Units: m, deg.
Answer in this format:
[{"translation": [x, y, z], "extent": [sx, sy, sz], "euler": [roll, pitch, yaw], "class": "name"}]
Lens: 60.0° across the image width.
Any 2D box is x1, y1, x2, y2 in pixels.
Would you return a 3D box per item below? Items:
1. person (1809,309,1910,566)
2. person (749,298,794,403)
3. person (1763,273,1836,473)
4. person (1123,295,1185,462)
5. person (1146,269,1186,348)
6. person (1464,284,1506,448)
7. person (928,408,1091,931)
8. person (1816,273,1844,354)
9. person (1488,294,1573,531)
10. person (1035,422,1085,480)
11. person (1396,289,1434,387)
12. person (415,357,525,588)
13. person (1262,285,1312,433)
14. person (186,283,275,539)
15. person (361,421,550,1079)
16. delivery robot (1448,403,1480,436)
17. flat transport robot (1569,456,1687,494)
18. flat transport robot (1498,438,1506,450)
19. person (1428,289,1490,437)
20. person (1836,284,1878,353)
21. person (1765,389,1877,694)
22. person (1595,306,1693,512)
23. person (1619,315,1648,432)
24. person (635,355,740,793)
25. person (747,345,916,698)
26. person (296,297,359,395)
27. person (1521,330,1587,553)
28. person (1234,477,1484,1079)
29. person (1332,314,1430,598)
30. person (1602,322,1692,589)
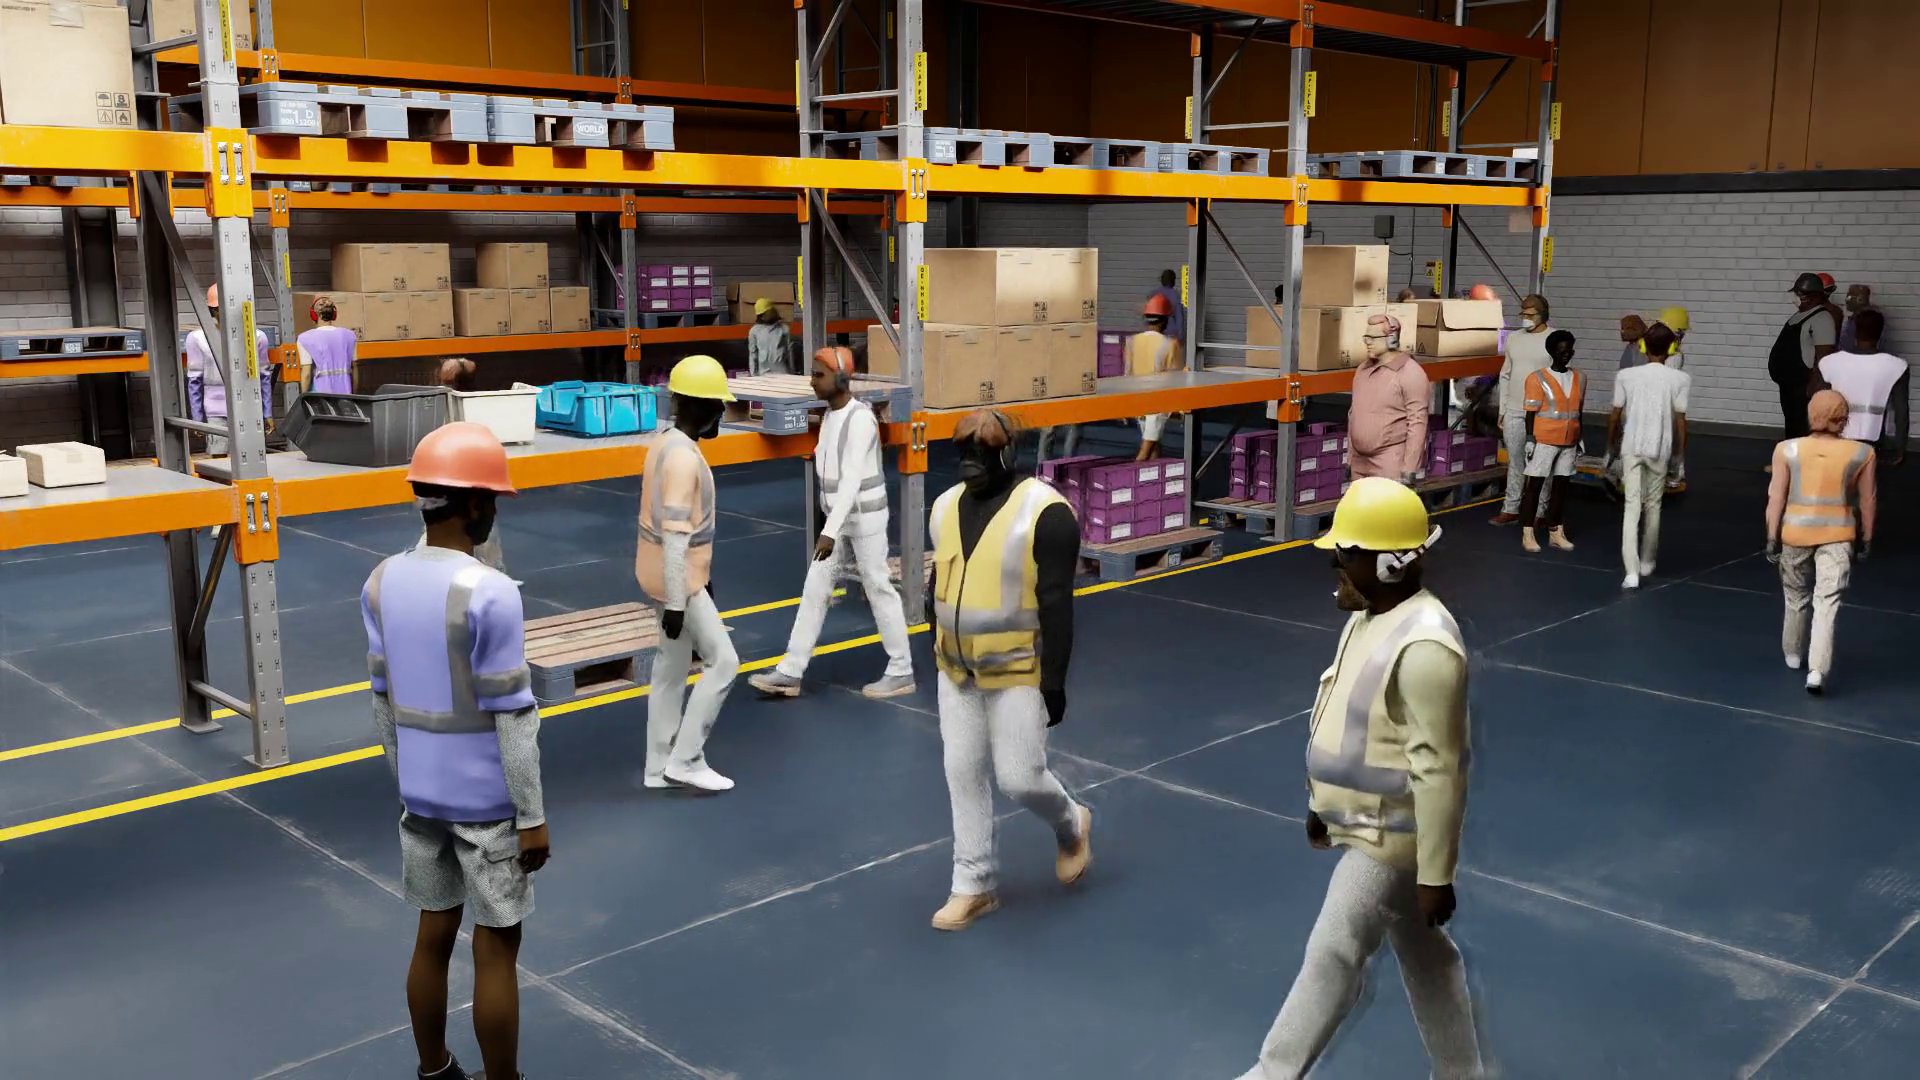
[{"translation": [6.566, -0.738, 12.136], "extent": [0.615, 1.864, 1.023], "euler": [8, 13, 37], "class": "person"}, {"translation": [-2.145, -1.898, 18.902], "extent": [0.502, 1.702, 0.482], "euler": [-1, 10, -7], "class": "person"}, {"translation": [8.335, -1.634, 16.554], "extent": [0.536, 2.000, 0.675], "euler": [1, 10, 4], "class": "person"}, {"translation": [1.714, -1.208, 14.671], "extent": [0.566, 1.886, 1.012], "euler": [10, 14, 43], "class": "person"}, {"translation": [2.986, -3.005, 24.367], "extent": [0.633, 1.921, 0.690], "euler": [9, 14, 40], "class": "person"}, {"translation": [5.402, -1.660, 17.061], "extent": [0.668, 1.915, 0.575], "euler": [6, 12, 30], "class": "person"}, {"translation": [0.158, 0.438, 5.844], "extent": [0.645, 1.827, 0.619], "euler": [9, 13, 39], "class": "person"}, {"translation": [9.417, -1.933, 18.306], "extent": [0.622, 1.993, 0.386], "euler": [-6, 12, -30], "class": "person"}, {"translation": [4.669, -1.040, 13.611], "extent": [0.372, 1.934, 0.627], "euler": [-7, 13, -35], "class": "person"}, {"translation": [1.011, -1.479, 16.094], "extent": [0.643, 1.904, 0.596], "euler": [-2, 11, -12], "class": "person"}, {"translation": [4.878, -1.815, 18.128], "extent": [0.546, 1.817, 0.596], "euler": [5, 11, 25], "class": "person"}, {"translation": [-3.391, -0.416, 11.100], "extent": [0.813, 1.604, 0.524], "euler": [-9, 14, -40], "class": "person"}, {"translation": [3.125, -1.470, 15.909], "extent": [0.375, 1.949, 0.600], "euler": [-9, 14, -42], "class": "person"}, {"translation": [-5.785, -1.026, 13.233], "extent": [0.614, 2.041, 0.393], "euler": [-6, 12, -28], "class": "person"}, {"translation": [-1.285, 0.653, 4.381], "extent": [0.543, 1.932, 0.370], "euler": [6, 12, 31], "class": "person"}, {"translation": [5.397, -1.261, 18.321], "extent": [0.477, 0.478, 0.707], "euler": [-3, 11, -18], "class": "delivery robot"}, {"translation": [6.148, -0.635, 15.935], "extent": [0.652, 0.197, 1.431], "euler": [-5, 12, -26], "class": "flat transport robot"}, {"translation": [5.749, -0.890, 17.325], "extent": [0.652, 0.197, 1.431], "euler": [-3, 11, -14], "class": "flat transport robot"}, {"translation": [5.617, -1.966, 18.960], "extent": [0.874, 1.833, 0.531], "euler": [3, 11, 15], "class": "person"}, {"translation": [9.555, -1.776, 17.747], "extent": [0.420, 1.897, 0.653], "euler": [5, 12, 26], "class": "person"}, {"translation": [4.592, -0.005, 8.892], "extent": [0.529, 1.594, 0.877], "euler": [5, 12, 26], "class": "person"}, {"translation": [5.976, -1.119, 14.413], "extent": [0.601, 1.801, 0.623], "euler": [-2, 11, -9], "class": "person"}, {"translation": [6.573, -1.385, 16.310], "extent": [0.288, 1.632, 0.501], "euler": [1, 10, 8], "class": "person"}, {"translation": [-1.154, 0.165, 7.108], "extent": [0.506, 1.901, 0.622], "euler": [-3, 11, -17], "class": "person"}, {"translation": [-0.653, -0.063, 8.535], "extent": [0.958, 1.839, 0.593], "euler": [-6, 12, -28], "class": "person"}, {"translation": [-5.772, -1.298, 15.253], "extent": [0.390, 1.846, 0.564], "euler": [9, 14, 40], "class": "person"}, {"translation": [4.527, -0.749, 12.668], "extent": [0.542, 1.695, 0.316], "euler": [-3, 11, -16], "class": "person"}, {"translation": [1.007, 0.727, 4.352], "extent": [0.908, 1.783, 0.624], "euler": [1, 10, 4], "class": "person"}, {"translation": [2.716, -0.508, 10.790], "extent": [0.402, 1.904, 0.652], "euler": [-5, 12, -26], "class": "person"}, {"translation": [4.726, -0.585, 11.490], "extent": [0.544, 1.813, 0.995], "euler": [5, 11, 24], "class": "person"}]
